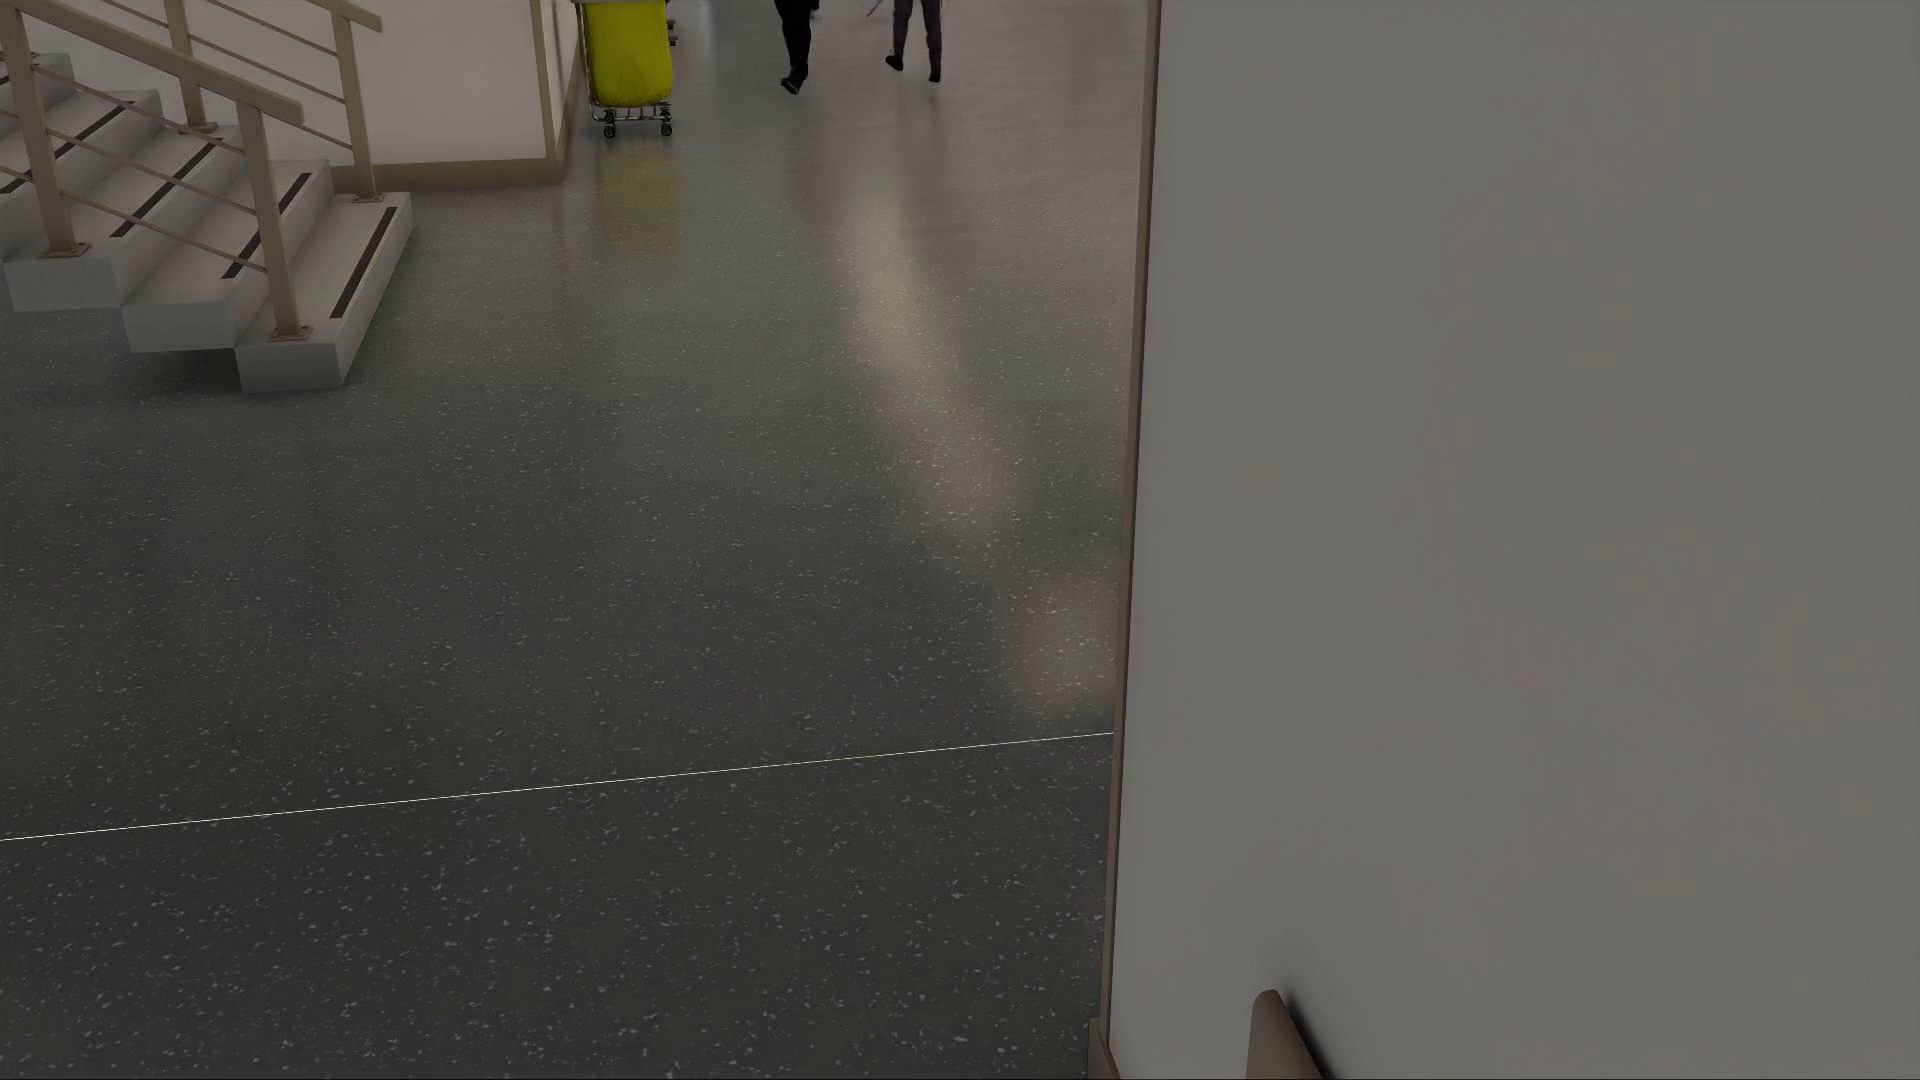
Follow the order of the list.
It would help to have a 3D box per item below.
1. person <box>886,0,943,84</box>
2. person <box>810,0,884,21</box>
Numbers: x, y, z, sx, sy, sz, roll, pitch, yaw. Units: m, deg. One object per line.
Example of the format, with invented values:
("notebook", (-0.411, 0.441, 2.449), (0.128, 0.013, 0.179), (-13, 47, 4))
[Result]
("person", (-0.296, -4.311, 12.656), (1.197, 1.715, 0.823), (-10, 27, -19))
("person", (-1.141, -5.800, 15.708), (1.179, 1.746, 0.777), (1, 26, 1))
